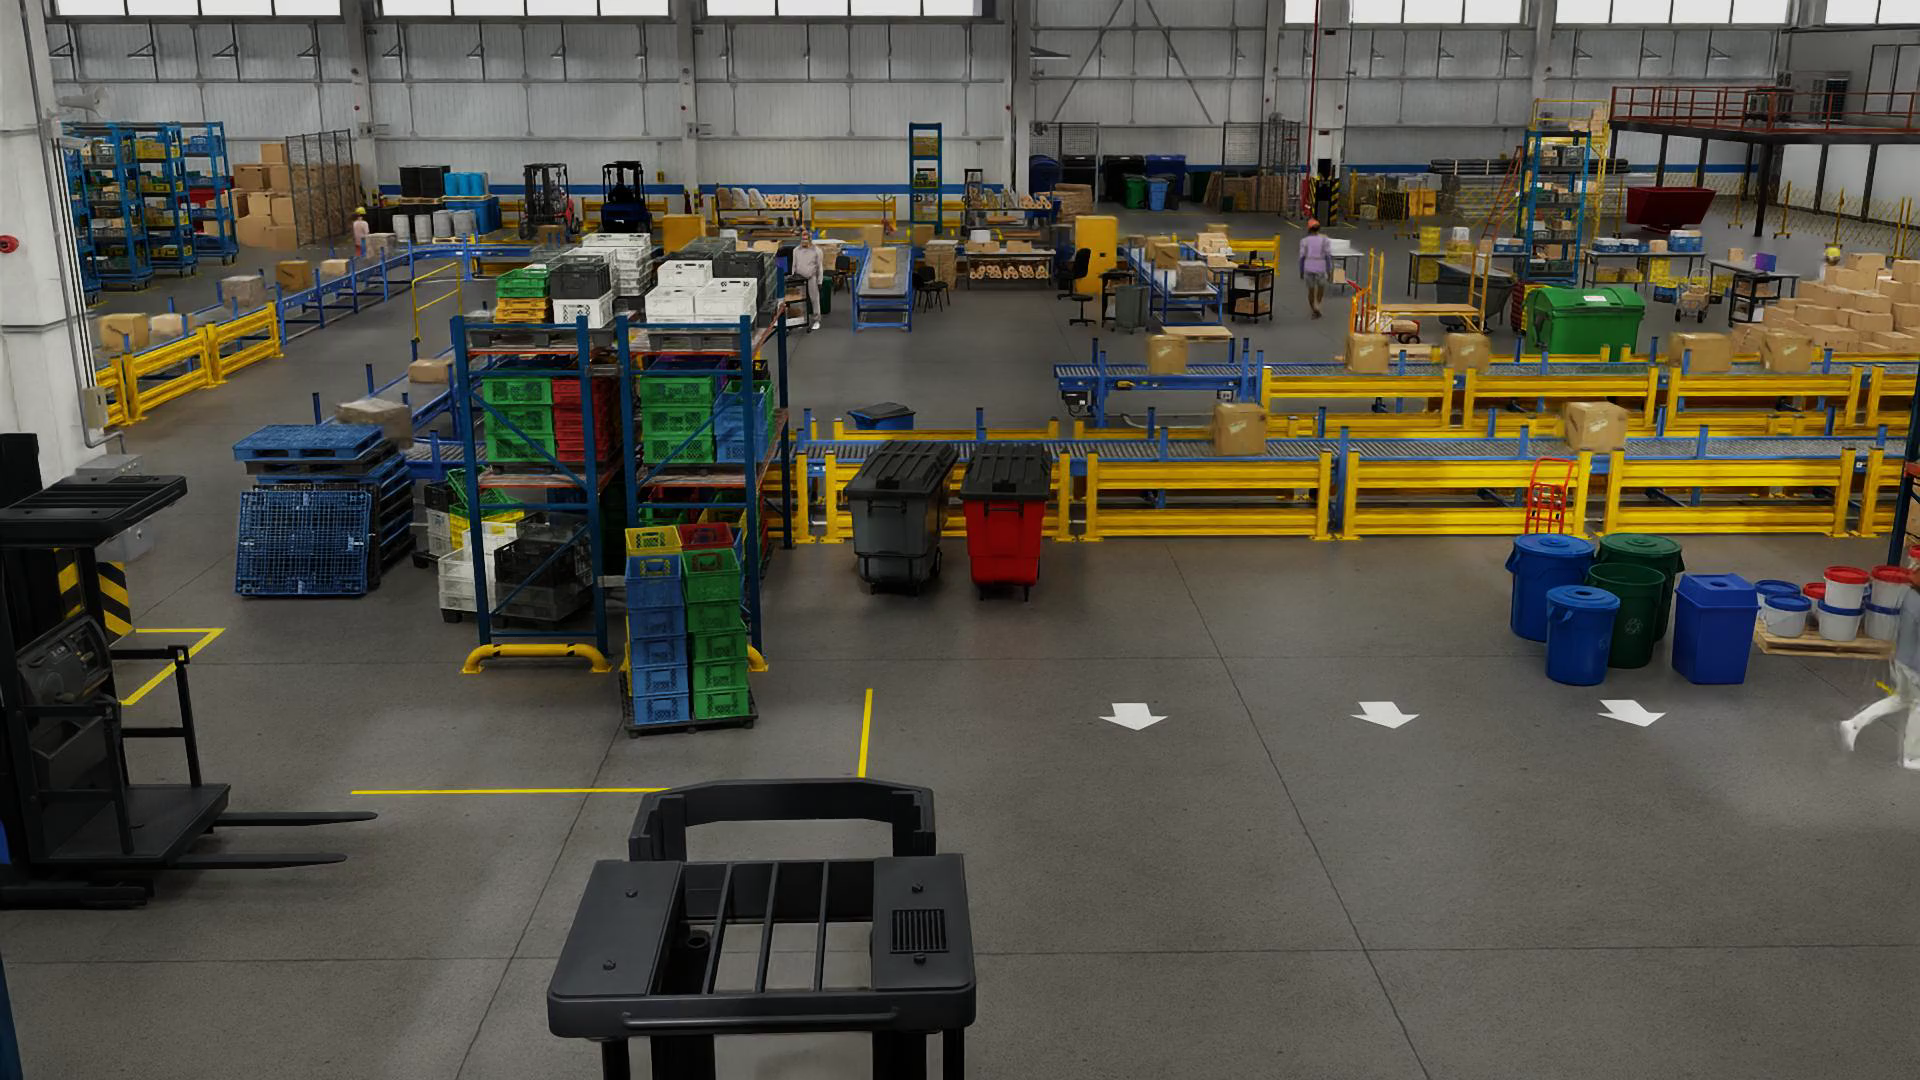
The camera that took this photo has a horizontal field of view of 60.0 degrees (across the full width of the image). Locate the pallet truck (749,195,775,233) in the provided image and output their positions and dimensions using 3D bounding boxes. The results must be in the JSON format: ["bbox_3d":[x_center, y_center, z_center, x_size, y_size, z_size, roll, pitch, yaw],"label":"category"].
[{"bbox_3d":[-6.051,-9.967,50.660,0.680,1.201,1.601,0,16,-1],"label":"pallet truck"}]

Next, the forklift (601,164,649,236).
[{"bbox_3d":[-9.948,-10.127,49.296,1.157,1.987,2.680,-1,16,-3],"label":"forklift"}]

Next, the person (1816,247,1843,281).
[{"bbox_3d":[15.777,-4.466,30.497,0.682,1.817,0.602,12,20,35],"label":"person"}]

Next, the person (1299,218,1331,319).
[{"bbox_3d":[7.180,-5.481,33.661,0.654,2.018,0.442,5,17,16],"label":"person"}]

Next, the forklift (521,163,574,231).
[{"bbox_3d":[-12.233,-10.122,49.298,1.157,1.987,2.680,0,16,-1],"label":"forklift"}]

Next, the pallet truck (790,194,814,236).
[{"bbox_3d":[-4.814,-9.883,50.259,0.704,1.261,1.522,-1,16,-3],"label":"pallet truck"}]

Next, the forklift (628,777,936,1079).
[{"bbox_3d":[-0.542,2.165,5.552,1.129,2.768,1.873,-1,16,-2],"label":"forklift"}]

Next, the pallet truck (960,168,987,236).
[{"bbox_3d":[0.383,-10.230,50.206,0.823,1.965,1.885,-1,16,-3],"label":"pallet truck"}]

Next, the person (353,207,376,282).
[{"bbox_3d":[-14.107,-7.006,39.425,0.554,1.747,0.481,9,18,29],"label":"person"}]

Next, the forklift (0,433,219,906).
[{"bbox_3d":[-5.952,0.780,10.366,1.873,2.768,1.129,0,16,-1],"label":"forklift"}]

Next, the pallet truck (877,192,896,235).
[{"bbox_3d":[-2.277,-9.986,50.594,0.653,1.274,1.630,0,16,-1],"label":"pallet truck"}]

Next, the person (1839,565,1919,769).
[{"bbox_3d":[6.929,0.903,12.205,0.609,1.618,0.503,3,16,9],"label":"person"}]

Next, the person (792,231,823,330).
[{"bbox_3d":[-2.972,-5.048,32.379,0.646,1.900,0.399,5,17,18],"label":"person"}]

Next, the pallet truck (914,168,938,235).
[{"bbox_3d":[-0.989,-10.316,50.507,0.823,1.965,1.885,1,16,3],"label":"pallet truck"}]
